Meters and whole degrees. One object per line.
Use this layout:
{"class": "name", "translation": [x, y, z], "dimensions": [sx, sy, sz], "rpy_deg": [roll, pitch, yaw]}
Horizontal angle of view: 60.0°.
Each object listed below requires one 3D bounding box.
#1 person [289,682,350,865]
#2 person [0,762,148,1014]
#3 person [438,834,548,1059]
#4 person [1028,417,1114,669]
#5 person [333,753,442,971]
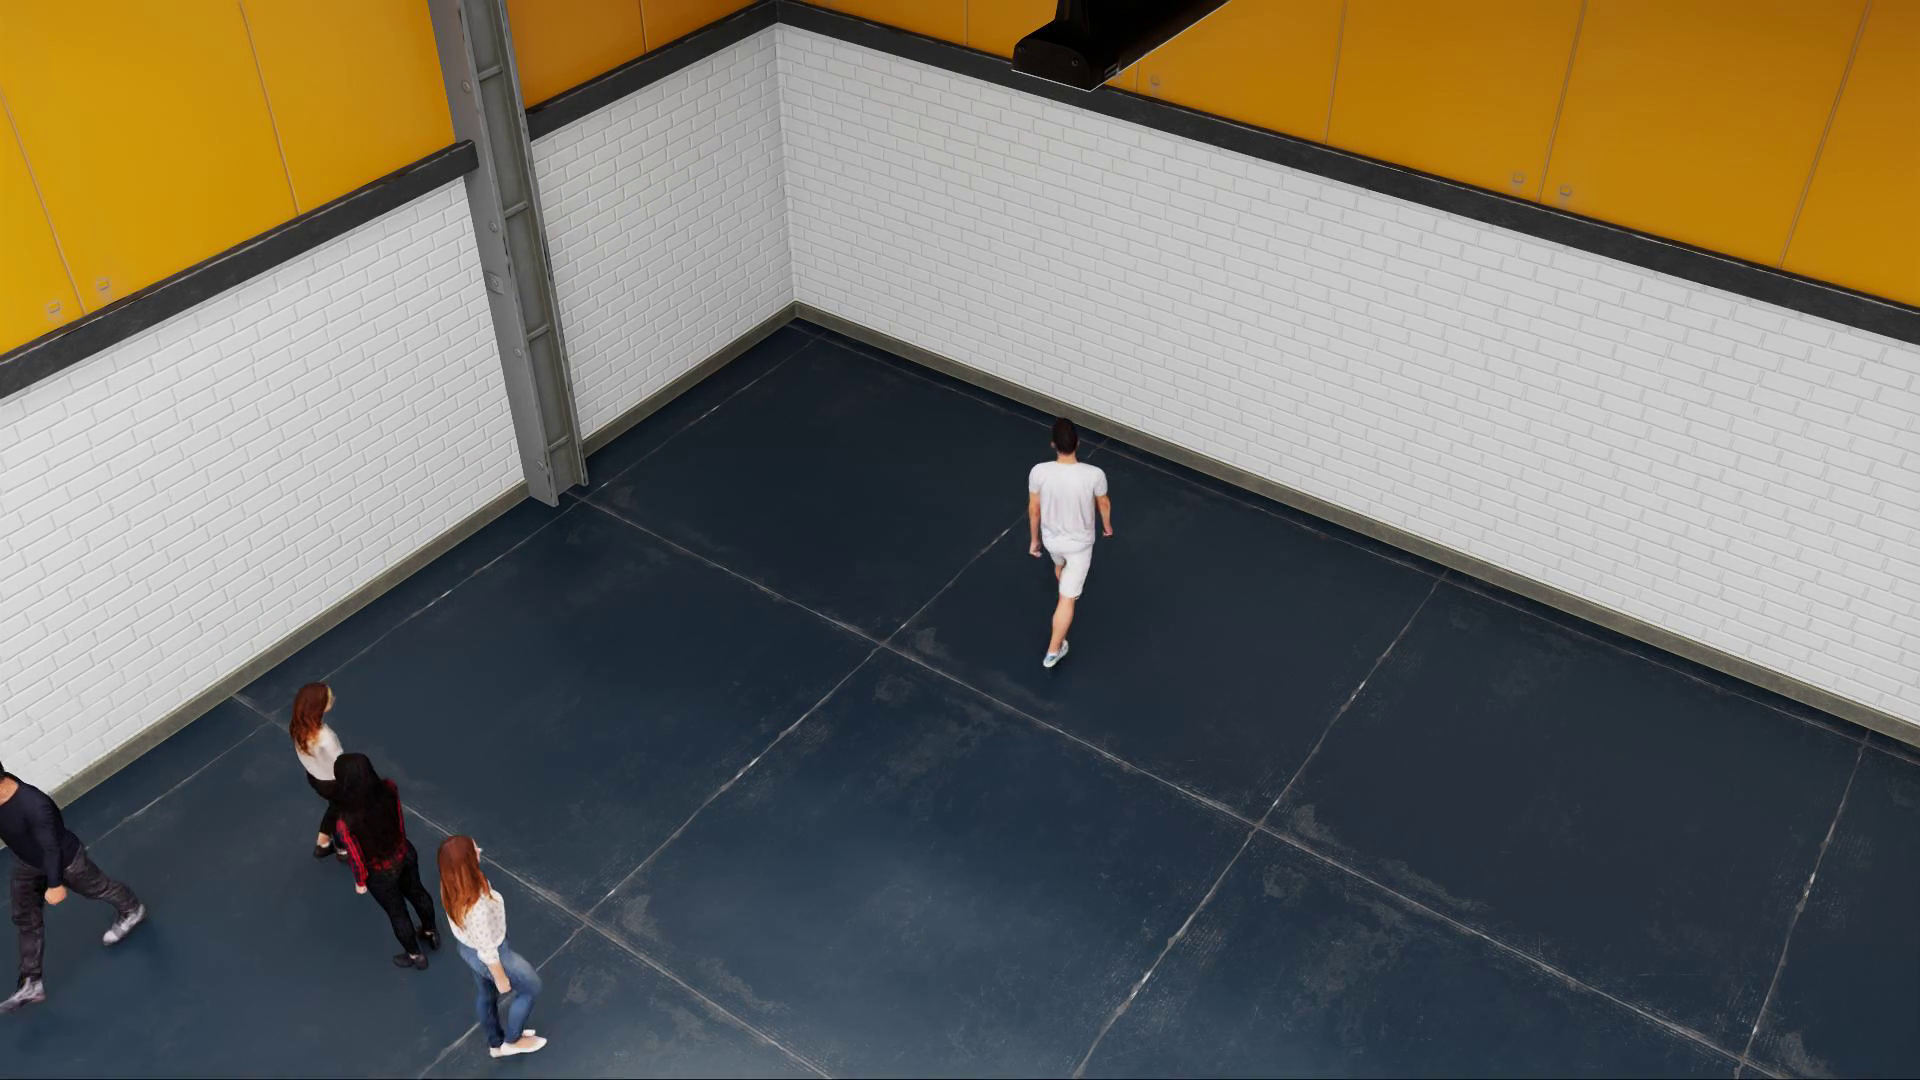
{"class": "person", "translation": [-3.806, 1.455, 9.880], "dimensions": [0.588, 1.467, 0.623], "rpy_deg": [28, 46, 30]}
{"class": "person", "translation": [-4.988, 1.725, 9.270], "dimensions": [0.864, 1.809, 1.267], "rpy_deg": [18, 42, 21]}
{"class": "person", "translation": [-2.563, 2.204, 8.738], "dimensions": [0.654, 1.722, 0.662], "rpy_deg": [-26, 45, -29]}
{"class": "person", "translation": [0.711, 0.065, 11.361], "dimensions": [0.932, 1.791, 1.336], "rpy_deg": [13, 40, 16]}
{"class": "person", "translation": [-3.186, 1.800, 9.297], "dimensions": [0.678, 1.657, 0.506], "rpy_deg": [16, 41, 19]}
